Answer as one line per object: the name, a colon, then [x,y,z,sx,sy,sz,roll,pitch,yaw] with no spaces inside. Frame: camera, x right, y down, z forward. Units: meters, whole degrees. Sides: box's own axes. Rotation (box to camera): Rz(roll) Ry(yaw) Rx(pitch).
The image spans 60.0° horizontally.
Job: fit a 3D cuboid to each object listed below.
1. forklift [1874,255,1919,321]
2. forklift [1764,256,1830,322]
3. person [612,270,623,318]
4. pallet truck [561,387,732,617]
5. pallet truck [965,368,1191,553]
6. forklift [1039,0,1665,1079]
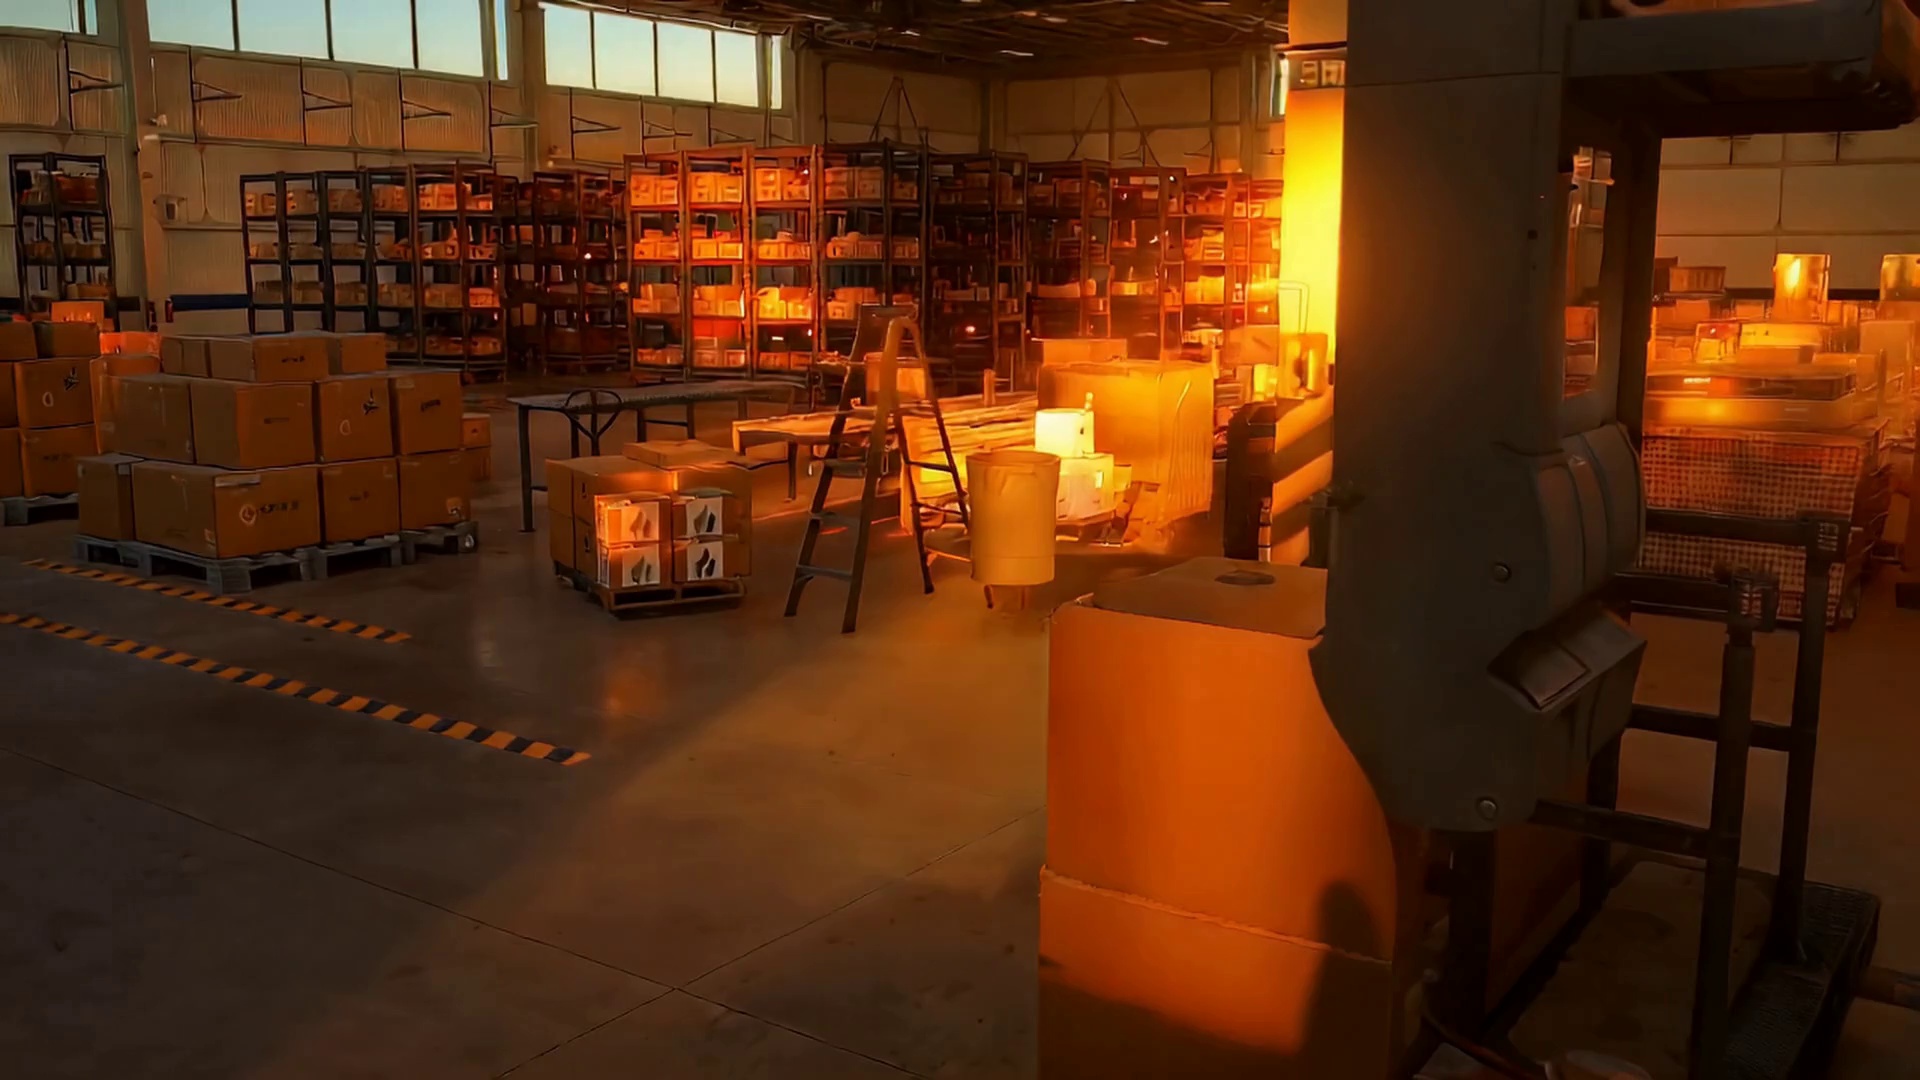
forklift: [22.089,-5.634,38.796,1.157,1.987,2.680,6,11,33]
forklift: [20.253,-5.854,40.139,1.157,1.987,2.680,7,12,35]
person: [-7.639,-5.193,37.582,0.727,1.824,0.574,5,11,29]
pallet truck: [-1.981,-0.274,10.088,0.680,1.201,1.601,-5,11,-28]
pallet truck: [0.845,-0.609,11.869,1.630,1.274,0.653,7,12,35]
forklift: [1.249,-0.137,4.360,1.873,2.768,1.129,7,12,35]
